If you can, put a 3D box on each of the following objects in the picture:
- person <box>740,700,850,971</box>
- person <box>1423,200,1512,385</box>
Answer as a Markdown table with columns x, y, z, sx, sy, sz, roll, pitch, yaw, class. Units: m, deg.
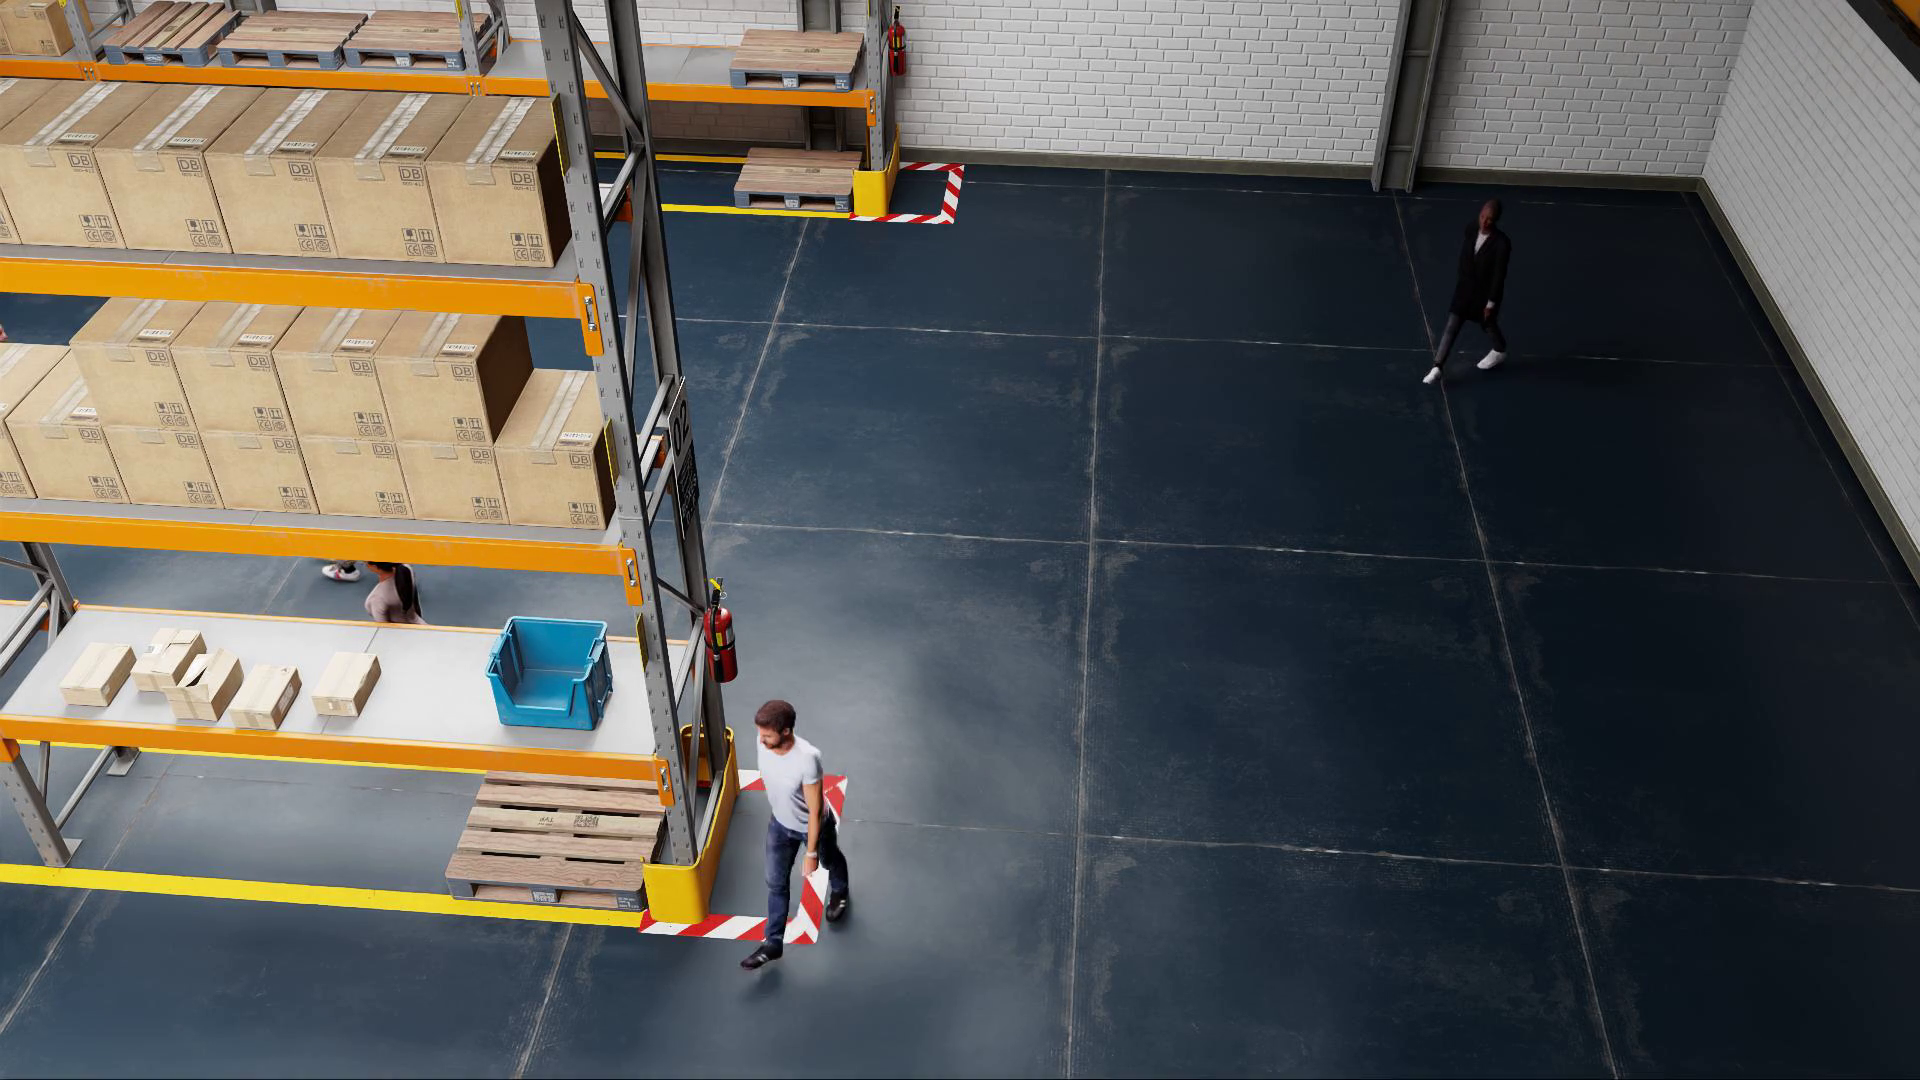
| x | y | z | sx | sy | sz | roll | pitch | yaw | class |
| --- | --- | --- | --- | --- | --- | --- | --- | --- | --- |
| -0.843 | 1.535 | 9.447 | 1.144 | 1.821 | 0.998 | 16 | 41 | 19 | person |
| 4.480 | -2.131 | 14.121 | 1.260 | 1.717 | 1.172 | -21 | 43 | -25 | person |
